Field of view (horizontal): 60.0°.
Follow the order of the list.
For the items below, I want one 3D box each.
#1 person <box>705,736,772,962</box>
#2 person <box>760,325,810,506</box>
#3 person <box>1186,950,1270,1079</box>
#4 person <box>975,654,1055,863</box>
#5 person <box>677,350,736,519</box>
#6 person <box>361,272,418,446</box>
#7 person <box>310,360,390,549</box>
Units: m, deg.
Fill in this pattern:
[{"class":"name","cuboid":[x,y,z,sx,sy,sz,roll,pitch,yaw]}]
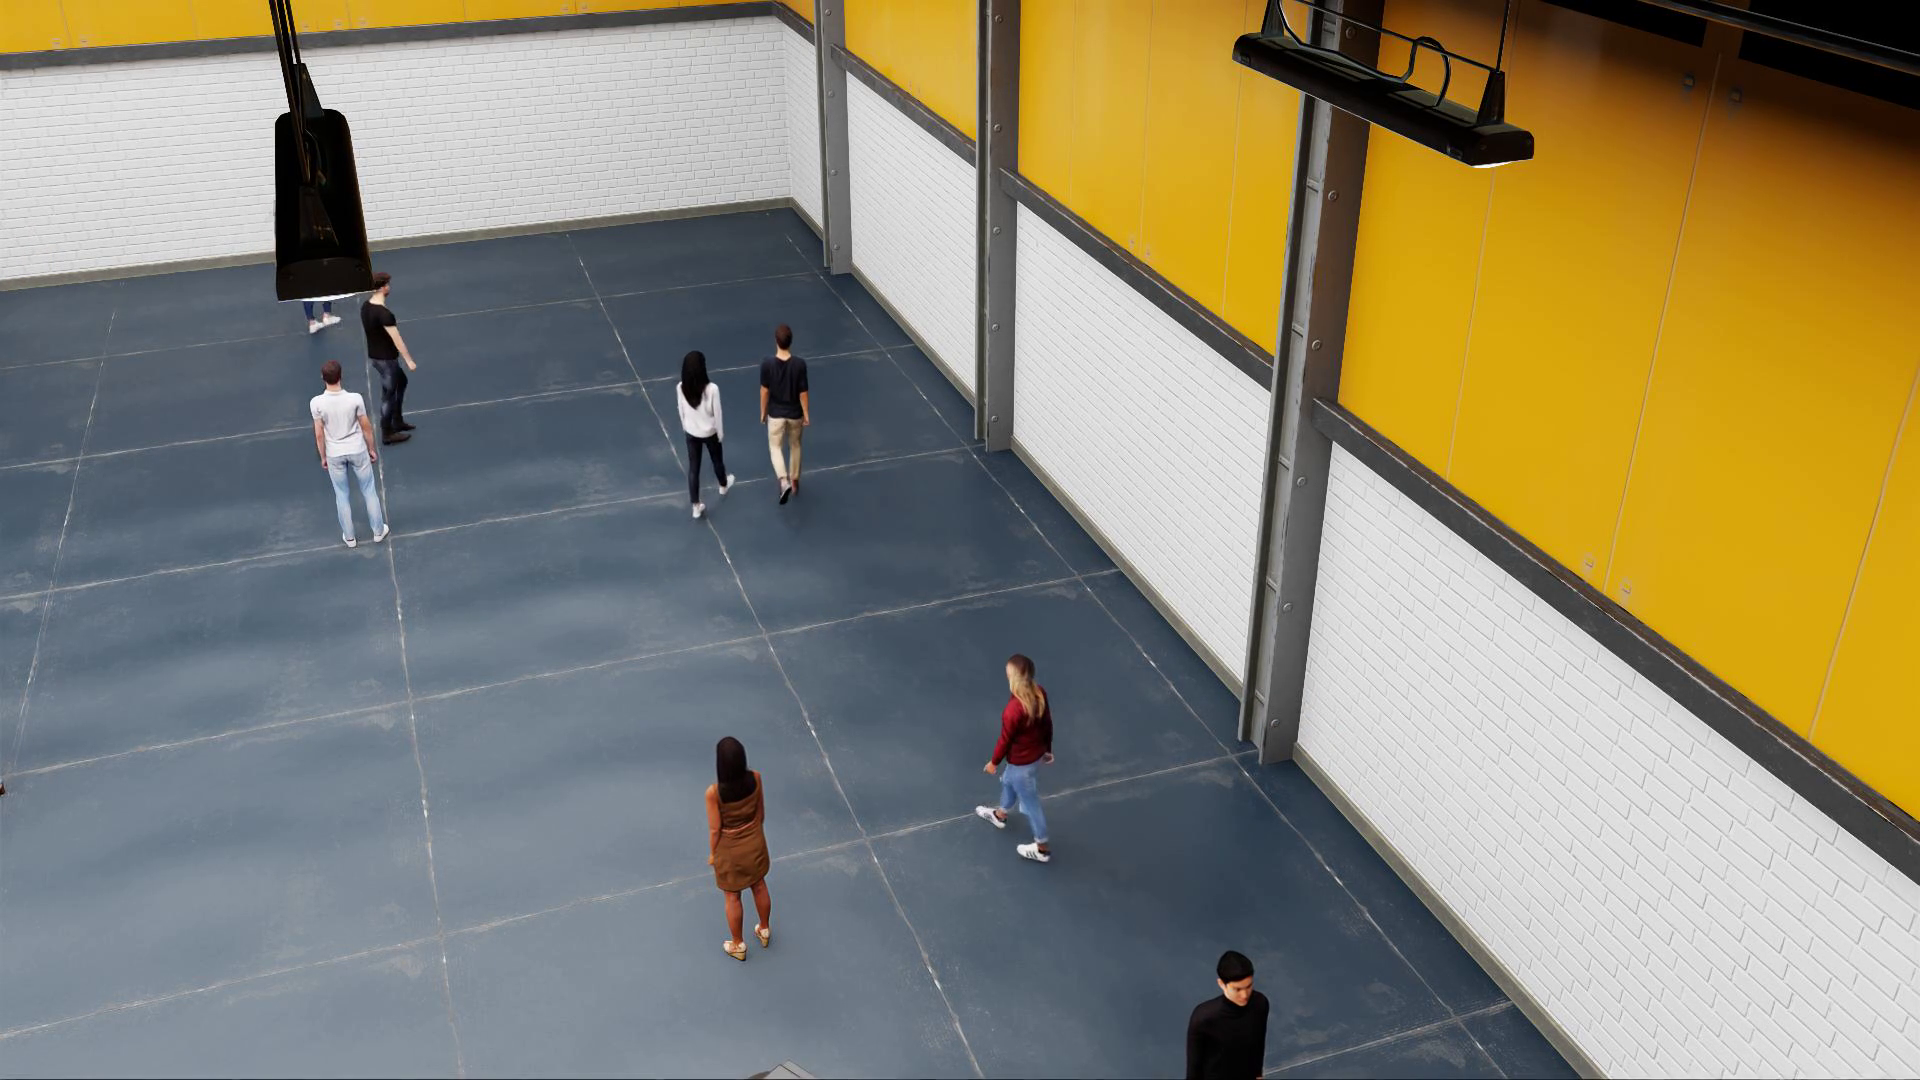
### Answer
[{"class":"person","cuboid":[-1.430,1.987,10.743,0.632,1.689,0.612,-21,35,-34]},{"class":"person","cuboid":[-1.720,-1.192,16.418,0.743,1.835,1.006,-5,29,-8]},{"class":"person","cuboid":[1.434,2.918,9.001,0.655,1.722,0.553,-12,31,-21]},{"class":"person","cuboid":[0.521,1.560,11.614,1.029,1.604,0.945,14,32,24]},{"class":"person","cuboid":[-2.559,-1.009,16.258,0.935,1.667,1.089,6,29,10]},{"class":"person","cuboid":[-6.187,-1.885,17.644,0.815,1.878,0.718,-21,35,-33]},{"class":"person","cuboid":[-5.789,-0.815,15.710,0.645,1.851,0.516,-10,30,-17]}]
